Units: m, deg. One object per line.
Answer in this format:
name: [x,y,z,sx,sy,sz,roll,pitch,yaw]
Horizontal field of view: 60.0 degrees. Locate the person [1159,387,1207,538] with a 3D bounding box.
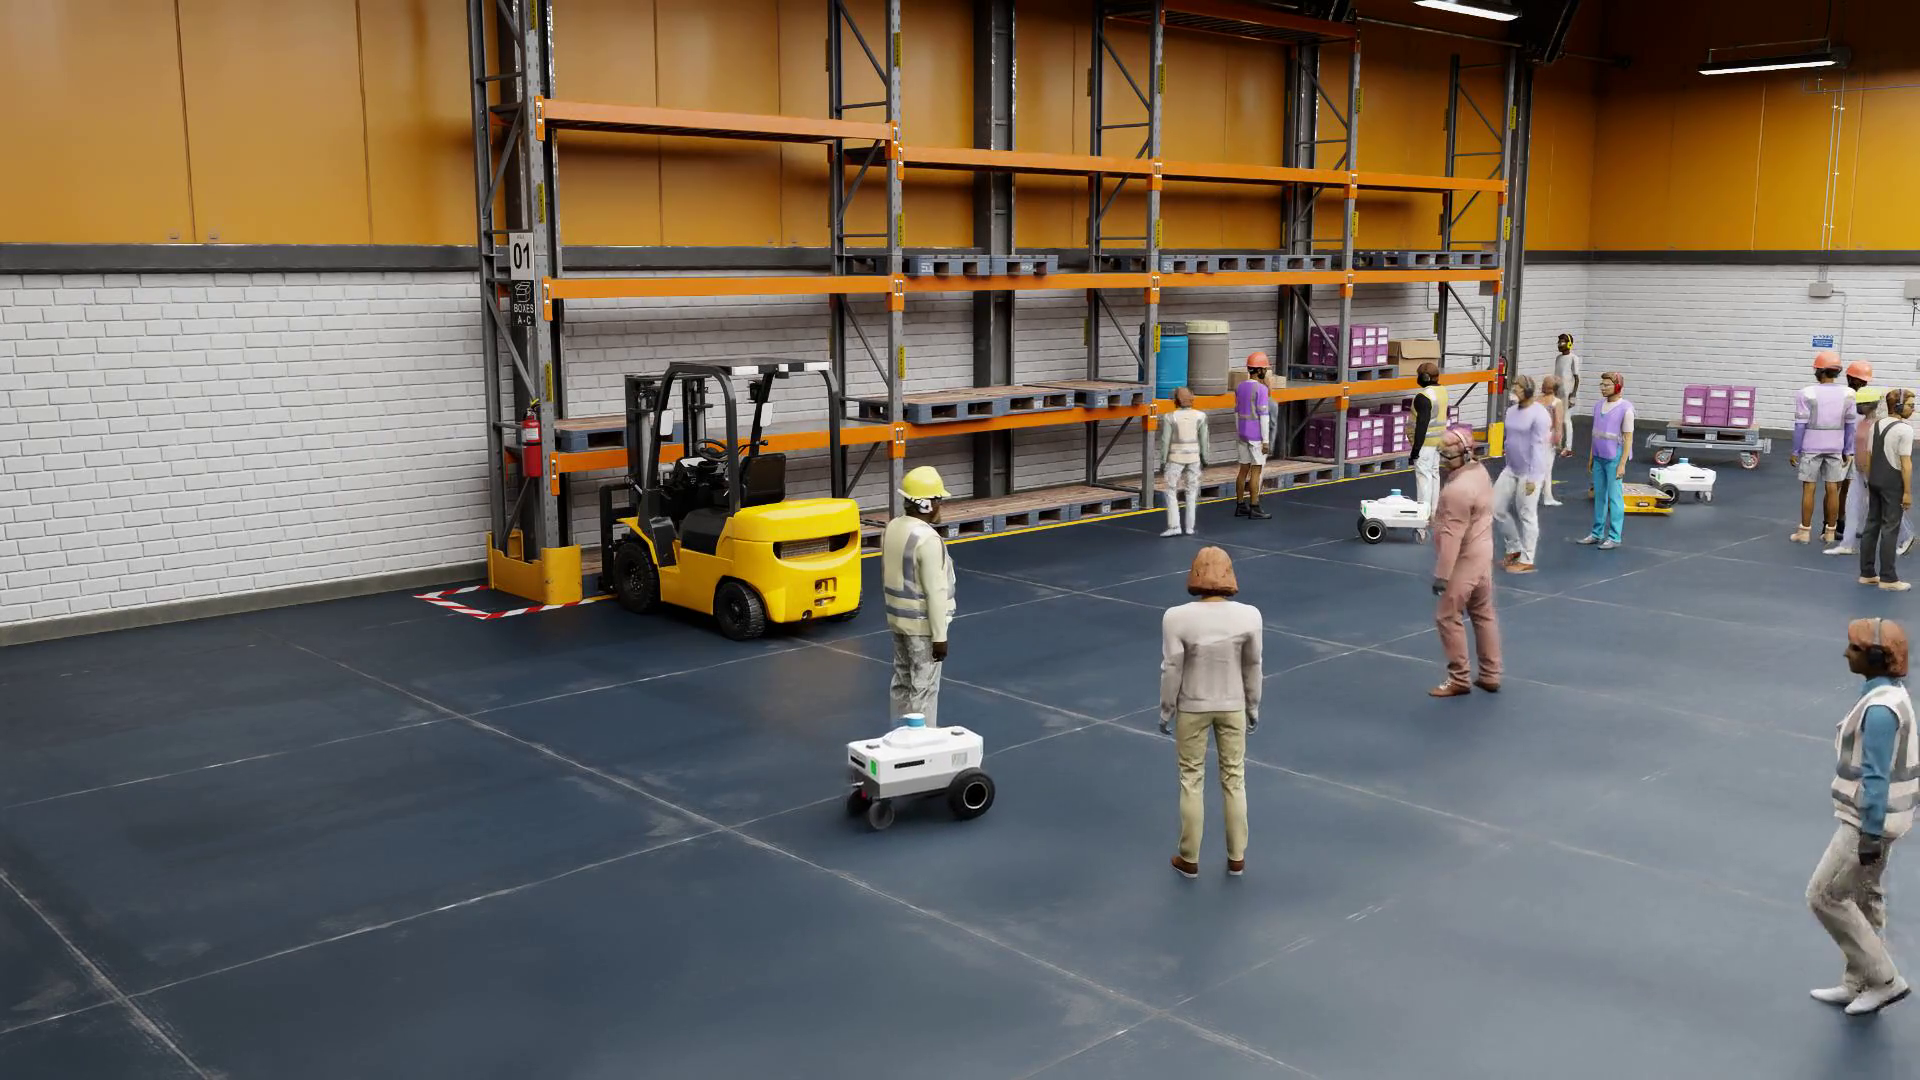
person: [2.418,-0.830,17.969,0.674,1.625,0.396,-3,10,-18]

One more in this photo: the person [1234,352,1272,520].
person: [3.414,-1.206,19.244,0.366,1.934,0.553,-5,11,-26]

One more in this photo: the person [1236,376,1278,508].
person: [3.618,-1.203,20.135,0.526,1.615,0.463,7,12,37]

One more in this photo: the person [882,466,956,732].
person: [-0.225,0.482,9.665,0.404,1.830,0.600,-5,11,-28]

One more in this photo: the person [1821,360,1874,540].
person: [9.549,-0.964,17.853,0.542,1.930,0.367,-5,11,-26]

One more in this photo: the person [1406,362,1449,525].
person: [5.273,-1.091,18.850,0.429,1.844,0.627,7,12,36]

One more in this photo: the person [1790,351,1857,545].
person: [9.068,-0.964,17.521,0.609,2.042,0.381,1,10,5]

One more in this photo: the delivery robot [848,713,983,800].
delivery robot: [-0.241,1.183,9.020,0.707,0.478,0.477,-5,11,-28]

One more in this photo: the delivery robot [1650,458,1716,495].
delivery robot: [8.864,-0.760,20.401,0.707,0.478,0.477,1,10,5]

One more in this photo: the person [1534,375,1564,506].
person: [6.998,-1.174,20.030,0.763,1.610,0.527,-3,10,-16]

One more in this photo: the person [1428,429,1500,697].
person: [3.495,0.162,11.459,0.485,1.873,0.717,6,11,32]

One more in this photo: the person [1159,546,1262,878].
person: [1.223,0.841,8.145,0.504,1.631,0.279,-1,10,-4]

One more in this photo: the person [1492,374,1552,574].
person: [5.350,-0.620,15.875,0.441,1.924,0.628,-3,10,-18]

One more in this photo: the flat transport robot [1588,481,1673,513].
flat transport robot: [8.095,-0.523,20.112,0.652,0.197,1.431,1,10,8]

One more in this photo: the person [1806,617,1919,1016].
person: [3.579,1.108,6.597,0.373,1.624,0.543,6,11,30]

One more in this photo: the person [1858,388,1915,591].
person: [8.465,-0.460,15.155,0.351,1.842,0.507,-2,10,-9]

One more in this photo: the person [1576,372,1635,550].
person: [6.758,-0.827,17.288,0.390,1.846,0.565,-3,10,-17]

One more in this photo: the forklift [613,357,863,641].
forklift: [-1.847,-0.414,13.852,1.214,2.155,2.313,-9,13,-42]

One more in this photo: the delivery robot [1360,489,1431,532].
delivery robot: [4.627,-0.295,17.678,0.707,0.478,0.477,2,10,9]

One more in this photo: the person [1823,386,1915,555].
person: [9.284,-0.693,16.850,0.828,1.734,0.563,0,10,1]

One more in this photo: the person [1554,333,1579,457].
person: [9.129,-2.188,25.191,0.315,1.870,0.533,-3,10,-19]
